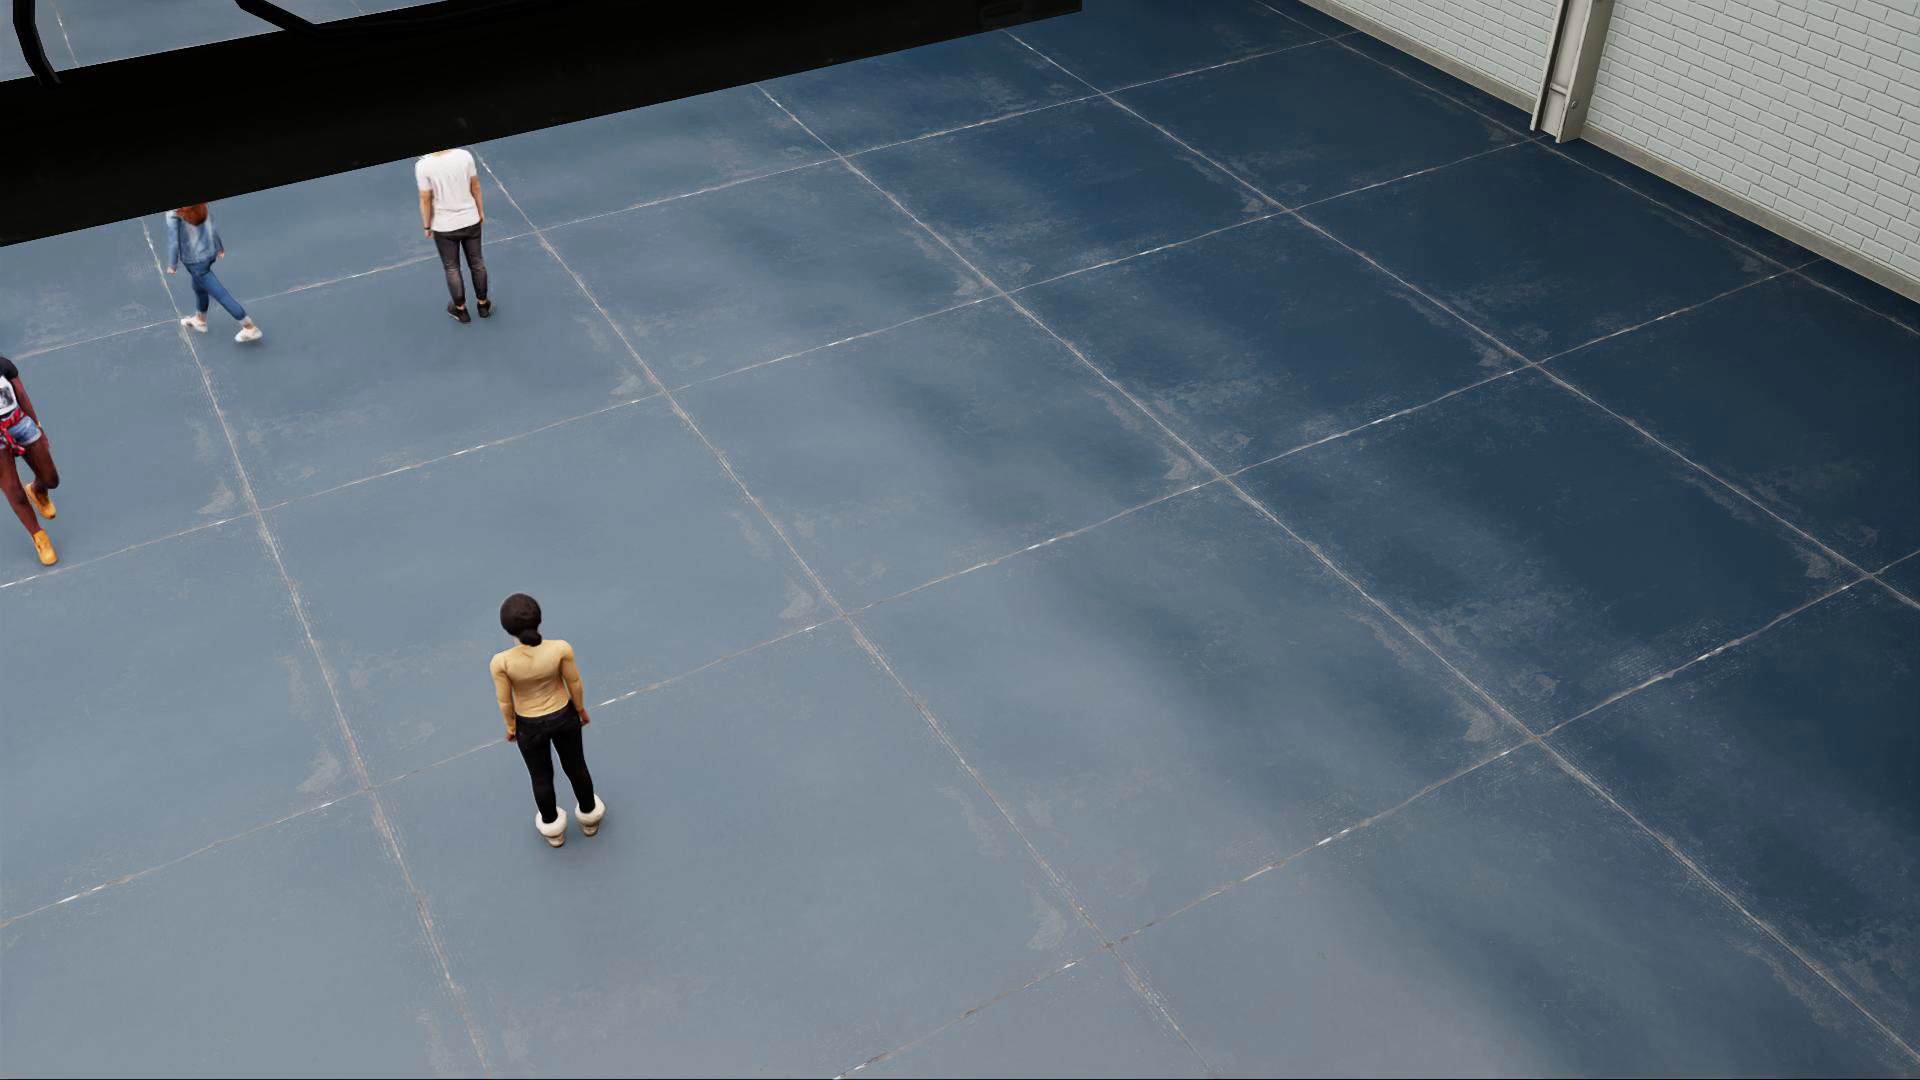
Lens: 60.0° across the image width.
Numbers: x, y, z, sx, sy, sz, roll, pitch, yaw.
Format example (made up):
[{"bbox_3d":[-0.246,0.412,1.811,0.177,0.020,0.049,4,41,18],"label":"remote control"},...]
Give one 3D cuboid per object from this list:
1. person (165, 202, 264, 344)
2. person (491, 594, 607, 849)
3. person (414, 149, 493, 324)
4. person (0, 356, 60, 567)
[{"bbox_3d":[-5.767,-2.147,12.756,1.024,1.443,0.975,9,39,12],"label":"person"},{"bbox_3d":[-2.148,0.935,8.641,0.614,1.659,0.599,-13,40,-17],"label":"person"},{"bbox_3d":[-3.960,-2.516,13.006,0.654,1.717,0.557,-18,42,-22],"label":"person"},{"bbox_3d":[-6.104,-0.649,10.625,0.706,1.710,0.881,-30,47,-32],"label":"person"}]
